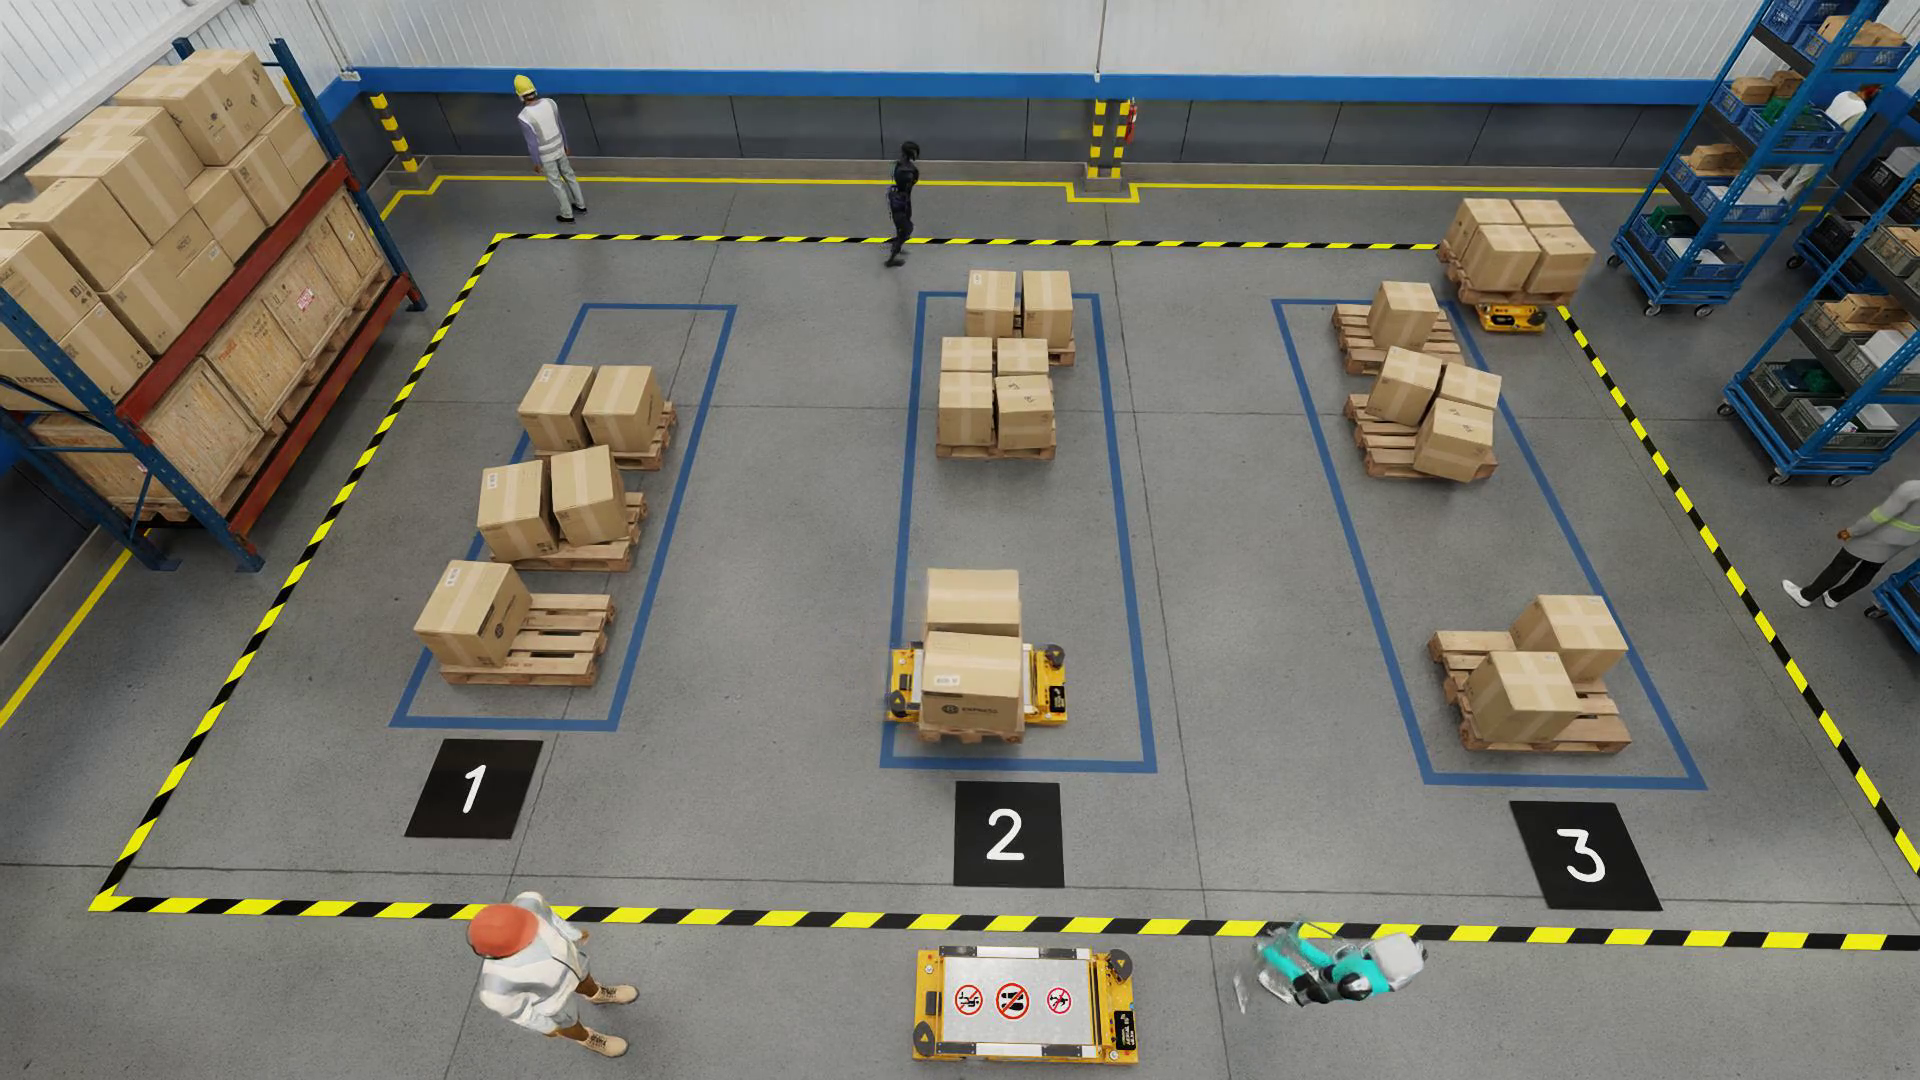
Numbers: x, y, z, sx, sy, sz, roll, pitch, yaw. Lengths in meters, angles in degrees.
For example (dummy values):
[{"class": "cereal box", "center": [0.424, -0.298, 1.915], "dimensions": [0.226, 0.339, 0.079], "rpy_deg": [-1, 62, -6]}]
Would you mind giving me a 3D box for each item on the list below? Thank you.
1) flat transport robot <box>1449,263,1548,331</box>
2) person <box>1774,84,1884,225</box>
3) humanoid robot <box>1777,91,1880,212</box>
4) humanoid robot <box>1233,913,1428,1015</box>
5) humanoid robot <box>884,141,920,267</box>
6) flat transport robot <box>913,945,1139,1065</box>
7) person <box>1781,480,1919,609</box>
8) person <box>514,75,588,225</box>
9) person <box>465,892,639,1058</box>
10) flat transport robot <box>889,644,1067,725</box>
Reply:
[{"class": "flat transport robot", "center": [6.392, -3.015, 10.926], "dimensions": [0.652, 0.197, 1.431], "rpy_deg": [1, 51, 1]}, {"class": "person", "center": [10.742, -4.895, 11.457], "dimensions": [0.397, 1.846, 0.563], "rpy_deg": [7, 51, 6]}, {"class": "humanoid robot", "center": [10.855, -4.924, 11.597], "dimensions": [0.611, 1.642, 0.364], "rpy_deg": [10, 51, 8]}, {"class": "humanoid robot", "center": [2.113, 2.487, 5.517], "dimensions": [0.559, 1.769, 0.809], "rpy_deg": [-21, 54, -17]}, {"class": "humanoid robot", "center": [-0.703, -3.934, 10.792], "dimensions": [0.491, 1.627, 0.629], "rpy_deg": [-10, 51, -8]}, {"class": "flat transport robot", "center": [0.422, 3.041, 6.007], "dimensions": [1.431, 0.231, 0.659], "rpy_deg": [1, 51, 1]}, {"class": "person", "center": [7.613, -0.082, 7.534], "dimensions": [0.587, 1.847, 0.397], "rpy_deg": [5, 51, 4]}, {"class": "person", "center": [-5.130, -4.846, 11.428], "dimensions": [0.404, 1.827, 0.599], "rpy_deg": [21, 54, 16]}, {"class": "person", "center": [-2.322, 2.519, 5.287], "dimensions": [0.366, 2.048, 0.603], "rpy_deg": [1, 51, 1]}, {"class": "flat transport robot", "center": [0.149, 1.167, 7.516], "dimensions": [1.431, 0.197, 0.652], "rpy_deg": [1, 51, 1]}]
